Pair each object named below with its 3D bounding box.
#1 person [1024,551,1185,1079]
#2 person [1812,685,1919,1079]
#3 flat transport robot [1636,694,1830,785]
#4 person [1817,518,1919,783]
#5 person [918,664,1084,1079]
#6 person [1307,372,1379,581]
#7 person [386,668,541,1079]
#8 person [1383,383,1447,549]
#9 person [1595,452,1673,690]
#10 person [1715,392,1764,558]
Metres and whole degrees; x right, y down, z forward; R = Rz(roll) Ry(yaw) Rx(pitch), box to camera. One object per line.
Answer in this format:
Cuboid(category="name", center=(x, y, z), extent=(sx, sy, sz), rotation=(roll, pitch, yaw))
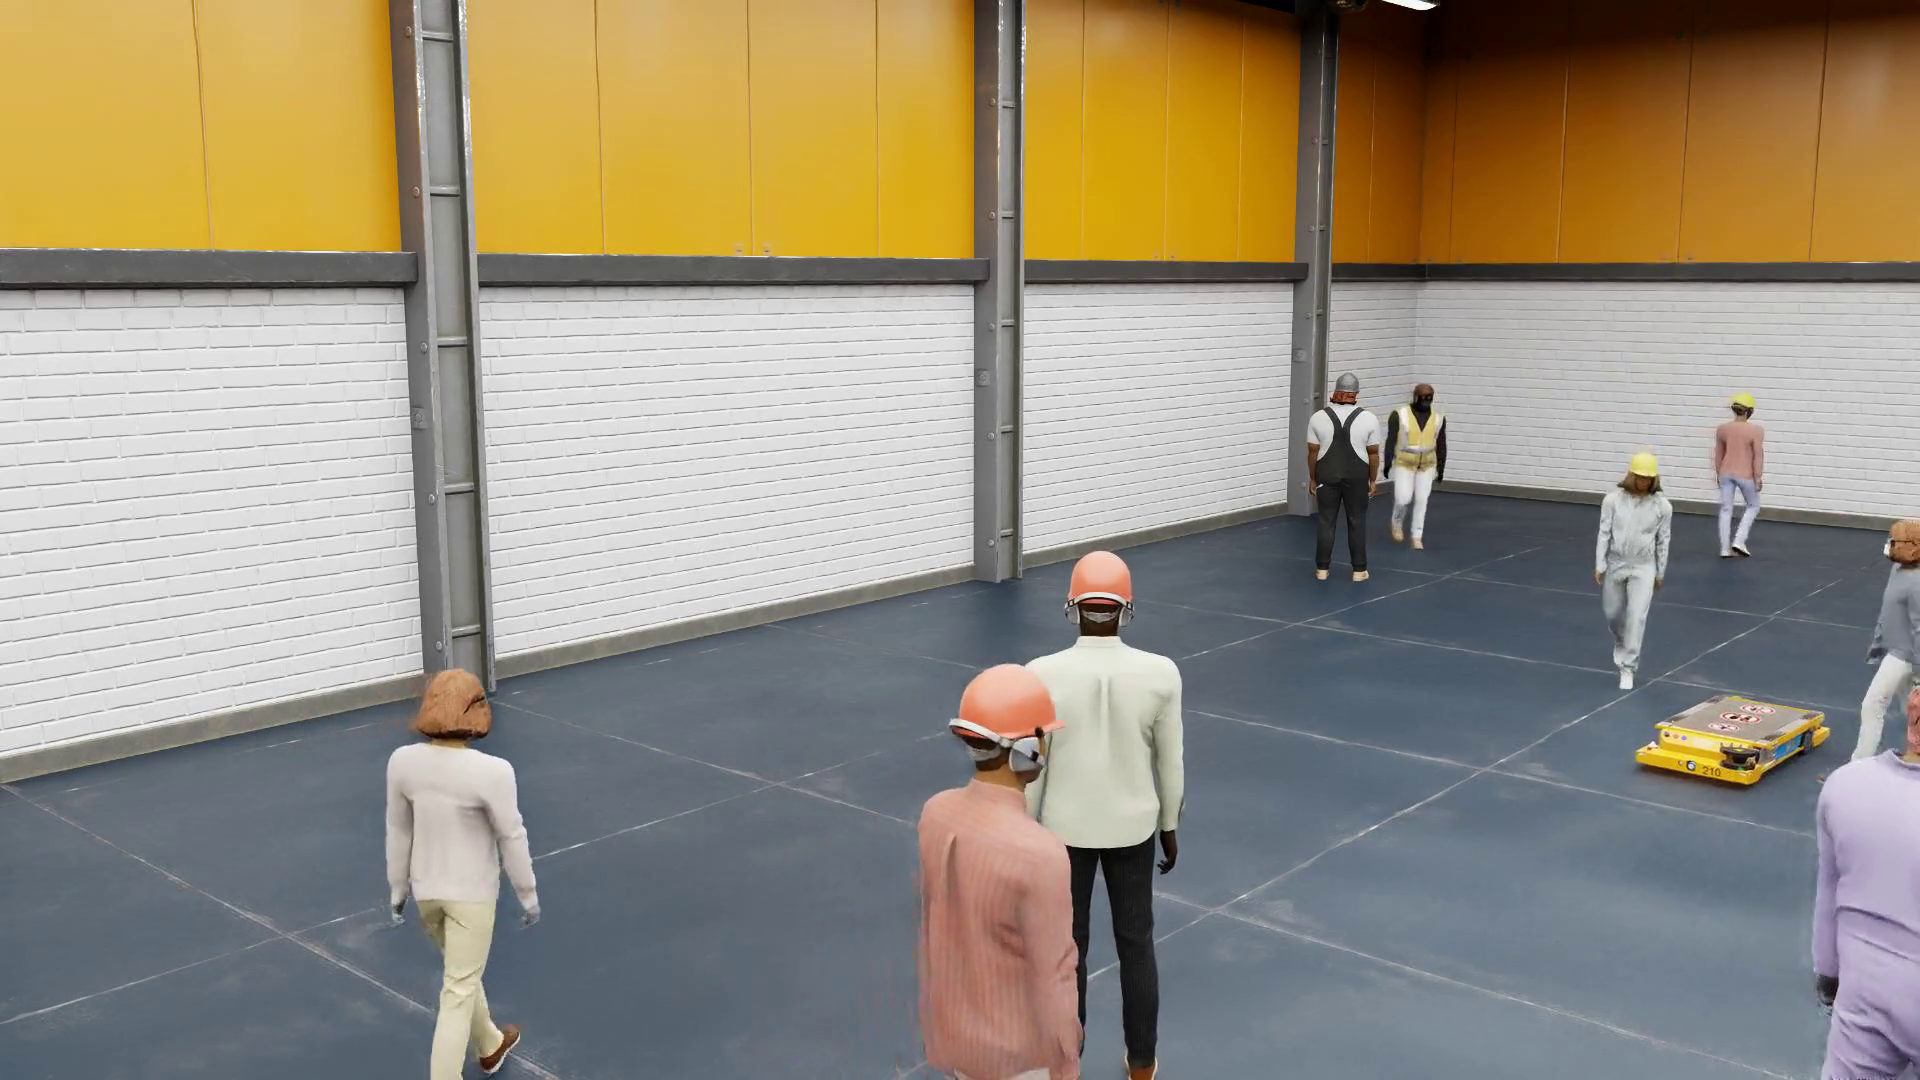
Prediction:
Cuboid(category="person", center=(0.500, 1.028, 6.044), extent=(0.619, 1.992, 0.396), rotation=(-1, 9, -5))
Cuboid(category="person", center=(2.672, 1.296, 4.754), extent=(0.869, 1.878, 0.651), rotation=(-3, 10, -20))
Cuboid(category="flat transport robot", center=(4.810, 1.210, 10.301), extent=(0.652, 0.197, 1.431), rotation=(9, 13, 44))
Cuboid(category="person", center=(5.478, 0.665, 9.558), extent=(0.815, 1.602, 0.494), rotation=(4, 10, 22))
Cuboid(category="person", center=(0.081, 1.302, 4.377), extent=(0.597, 1.976, 0.640), rotation=(-5, 10, -29))
Cuboid(category="person", center=(3.751, -0.624, 16.277), extent=(0.688, 2.000, 0.536), rotation=(3, 10, 18))
Cuboid(category="person", center=(-1.718, 1.234, 5.949), extent=(0.525, 1.603, 0.752), rotation=(4, 10, 21))
Cuboid(category="person", center=(4.953, -0.807, 18.107), extent=(0.666, 1.821, 0.479), rotation=(0, 9, -2))
Cuboid(category="person", center=(4.930, 0.189, 12.188), extent=(0.492, 1.711, 0.736), rotation=(4, 10, 26))
Cuboid(category="person", center=(8.194, -0.675, 17.478), extent=(0.409, 1.749, 0.554), rotation=(-7, 11, -36))
